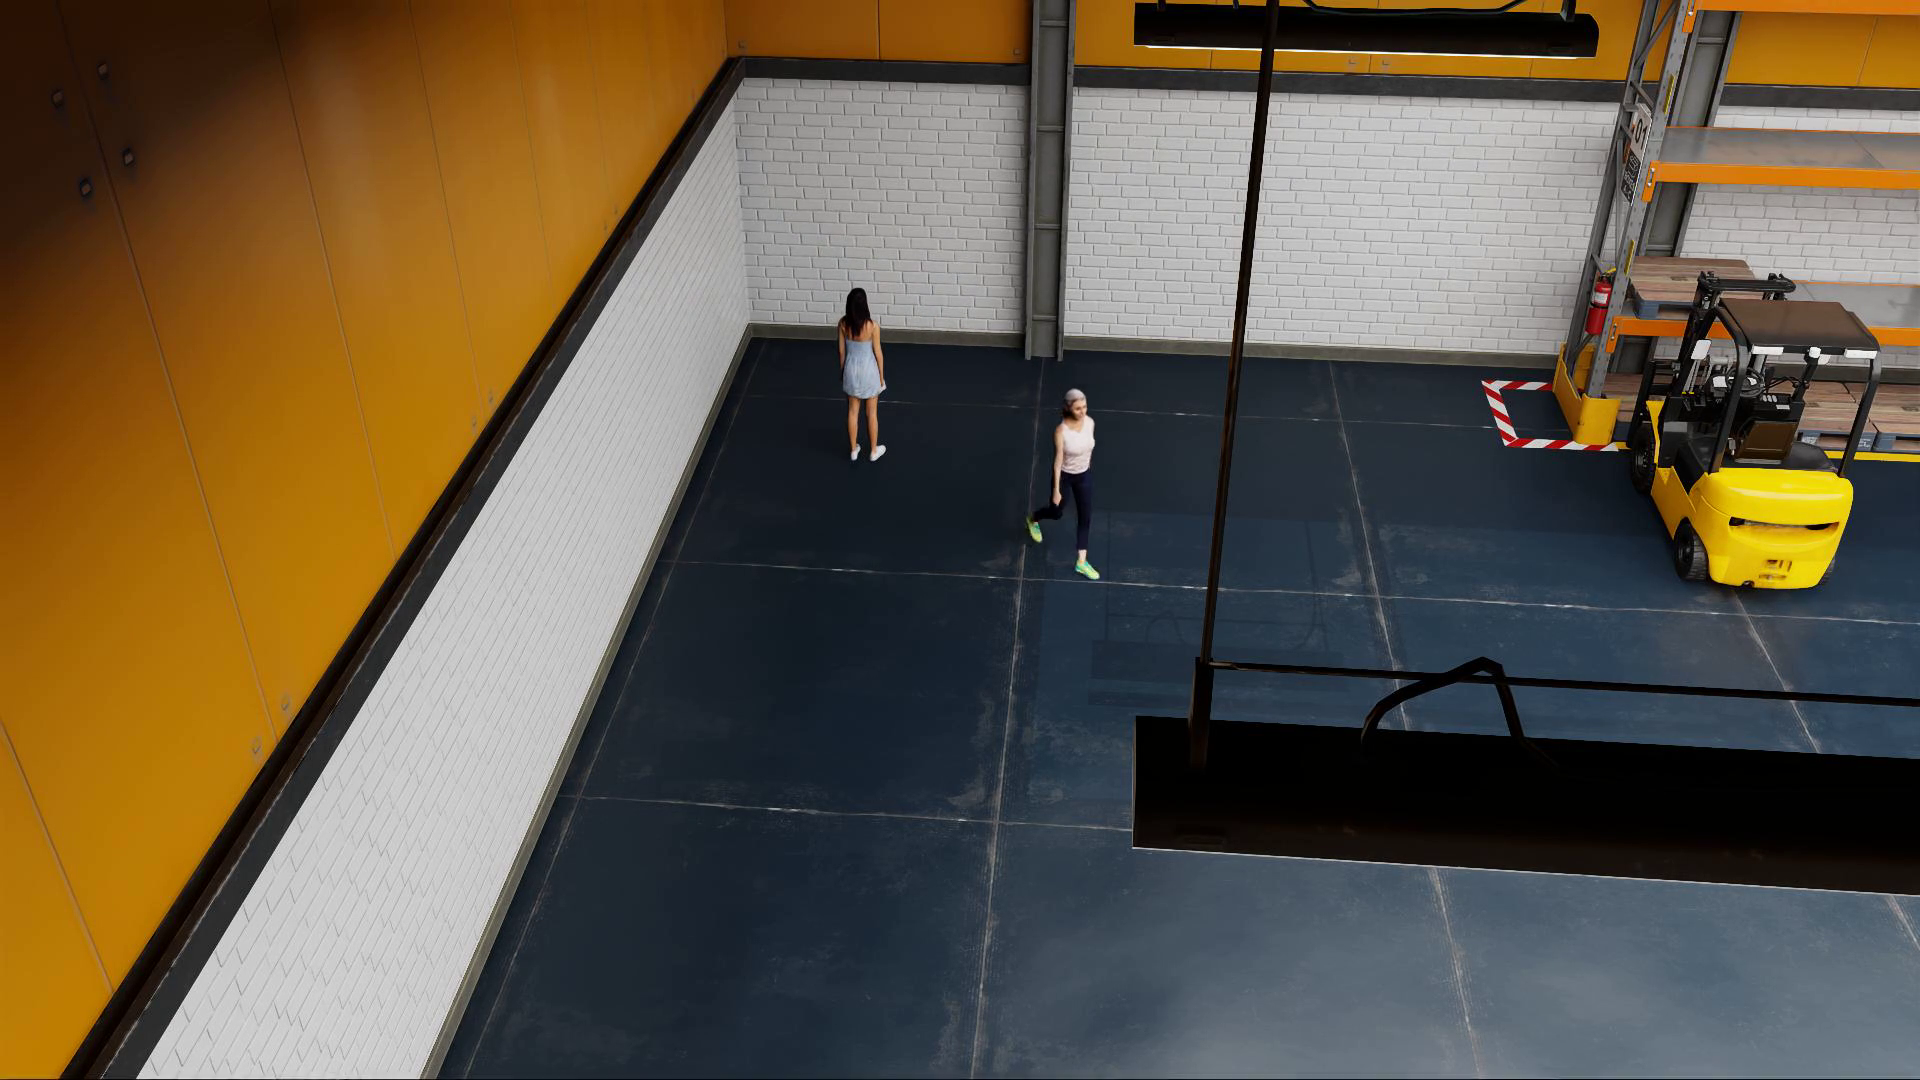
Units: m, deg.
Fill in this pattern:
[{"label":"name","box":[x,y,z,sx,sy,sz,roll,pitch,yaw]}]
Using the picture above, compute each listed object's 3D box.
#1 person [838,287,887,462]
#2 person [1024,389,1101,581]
[{"label":"person","box":[-0.924,-1.539,15.425,0.496,1.729,0.669,7,34,10]},{"label":"person","box":[0.867,-0.529,13.955,1.109,1.675,1.144,-23,40,-31]}]
